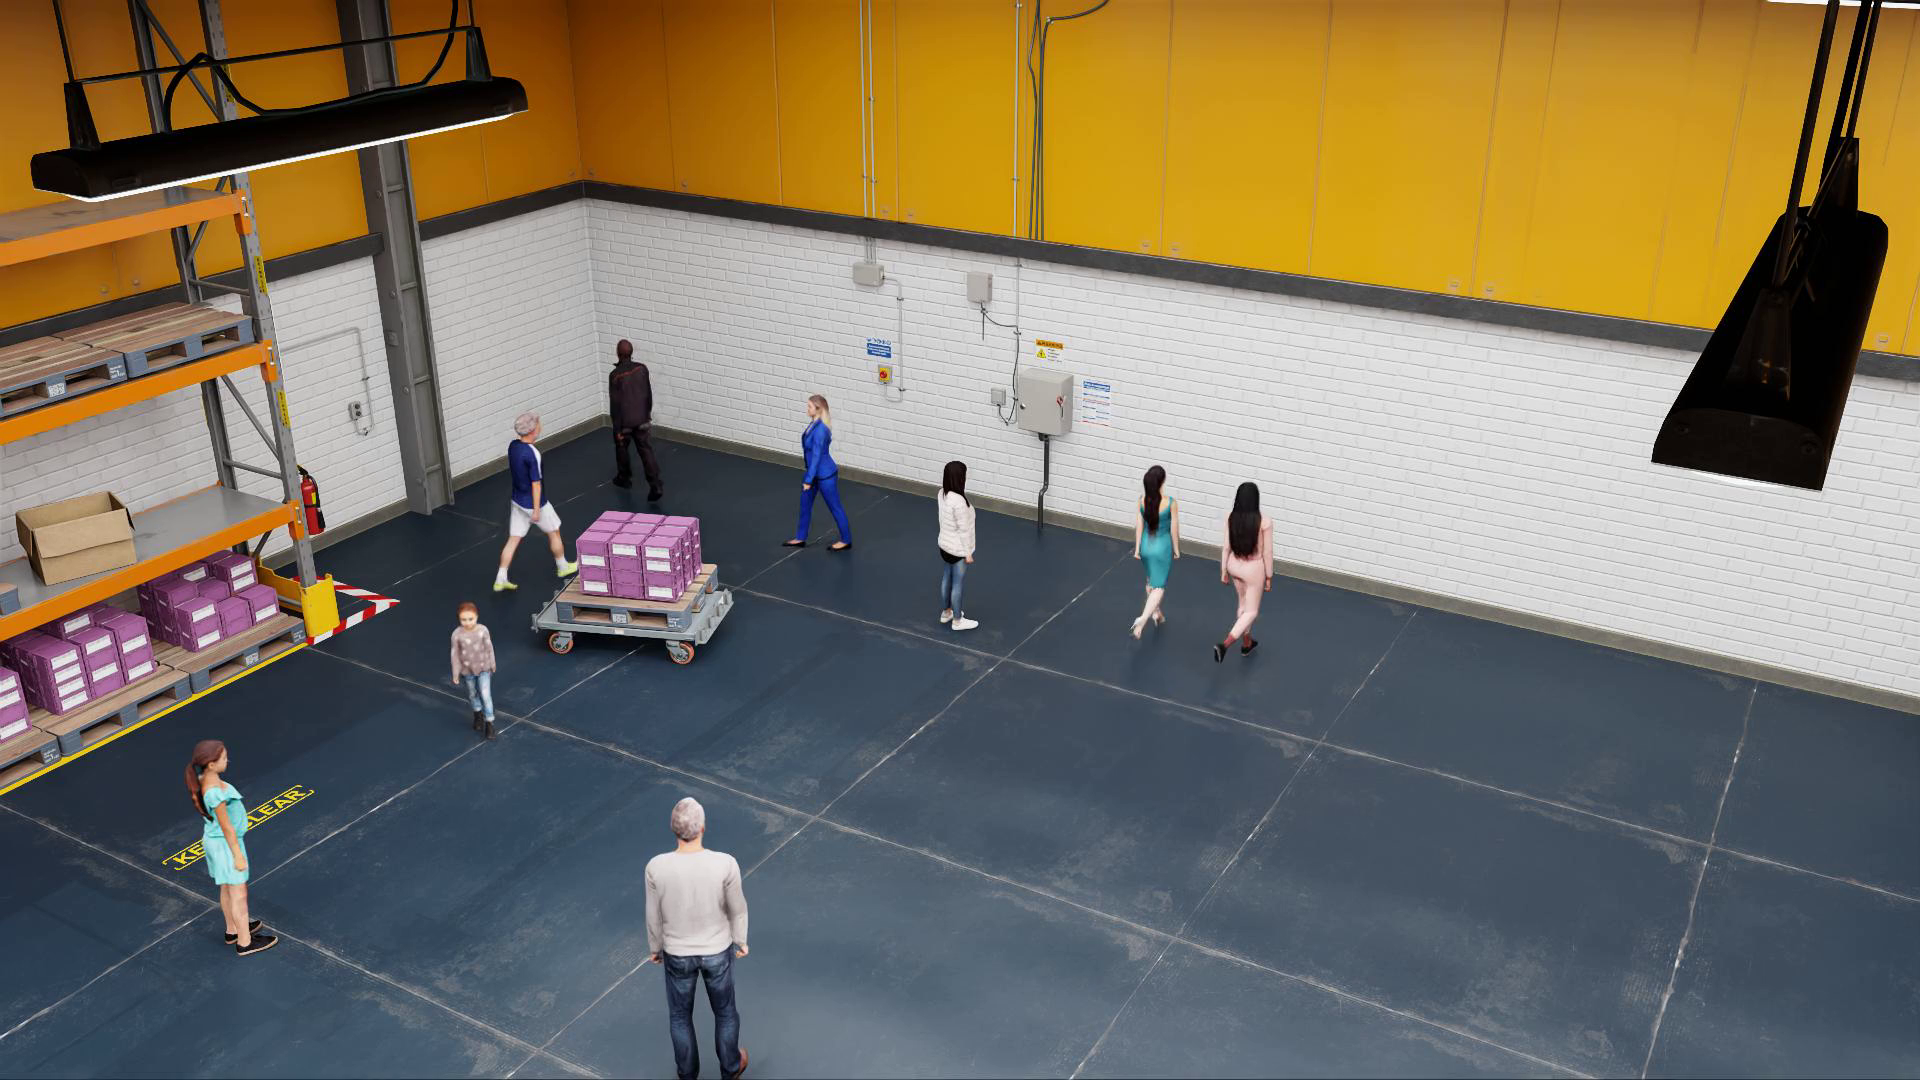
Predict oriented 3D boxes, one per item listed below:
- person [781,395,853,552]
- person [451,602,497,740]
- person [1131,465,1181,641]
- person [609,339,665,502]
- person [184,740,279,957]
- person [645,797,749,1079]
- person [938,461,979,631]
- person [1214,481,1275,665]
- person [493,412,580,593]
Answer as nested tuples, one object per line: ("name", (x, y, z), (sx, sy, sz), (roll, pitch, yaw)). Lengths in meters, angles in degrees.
("person", (-1.305, -0.661, 16.901), (1.049, 1.675, 0.973), (-8, 25, -17))
("person", (-3.989, 1.025, 13.668), (0.734, 1.175, 0.800), (-5, 24, -11))
("person", (1.756, 0.146, 15.074), (0.548, 1.659, 0.980), (12, 26, 26))
("person", (-3.536, -1.291, 18.182), (1.263, 1.804, 1.100), (-16, 28, -32))
("person", (-4.833, 2.007, 10.944), (0.635, 1.558, 0.617), (-20, 30, -38))
("person", (-1.524, 2.375, 9.670), (0.841, 1.904, 0.853), (-2, 24, -4))
("person", (-0.046, 0.038, 15.349), (0.708, 1.638, 0.699), (-13, 27, -28))
("person", (2.482, 0.336, 14.593), (0.715, 1.697, 1.075), (17, 29, 33))
("person", (-4.216, -0.322, 15.983), (0.751, 1.790, 1.242), (17, 29, 34))
